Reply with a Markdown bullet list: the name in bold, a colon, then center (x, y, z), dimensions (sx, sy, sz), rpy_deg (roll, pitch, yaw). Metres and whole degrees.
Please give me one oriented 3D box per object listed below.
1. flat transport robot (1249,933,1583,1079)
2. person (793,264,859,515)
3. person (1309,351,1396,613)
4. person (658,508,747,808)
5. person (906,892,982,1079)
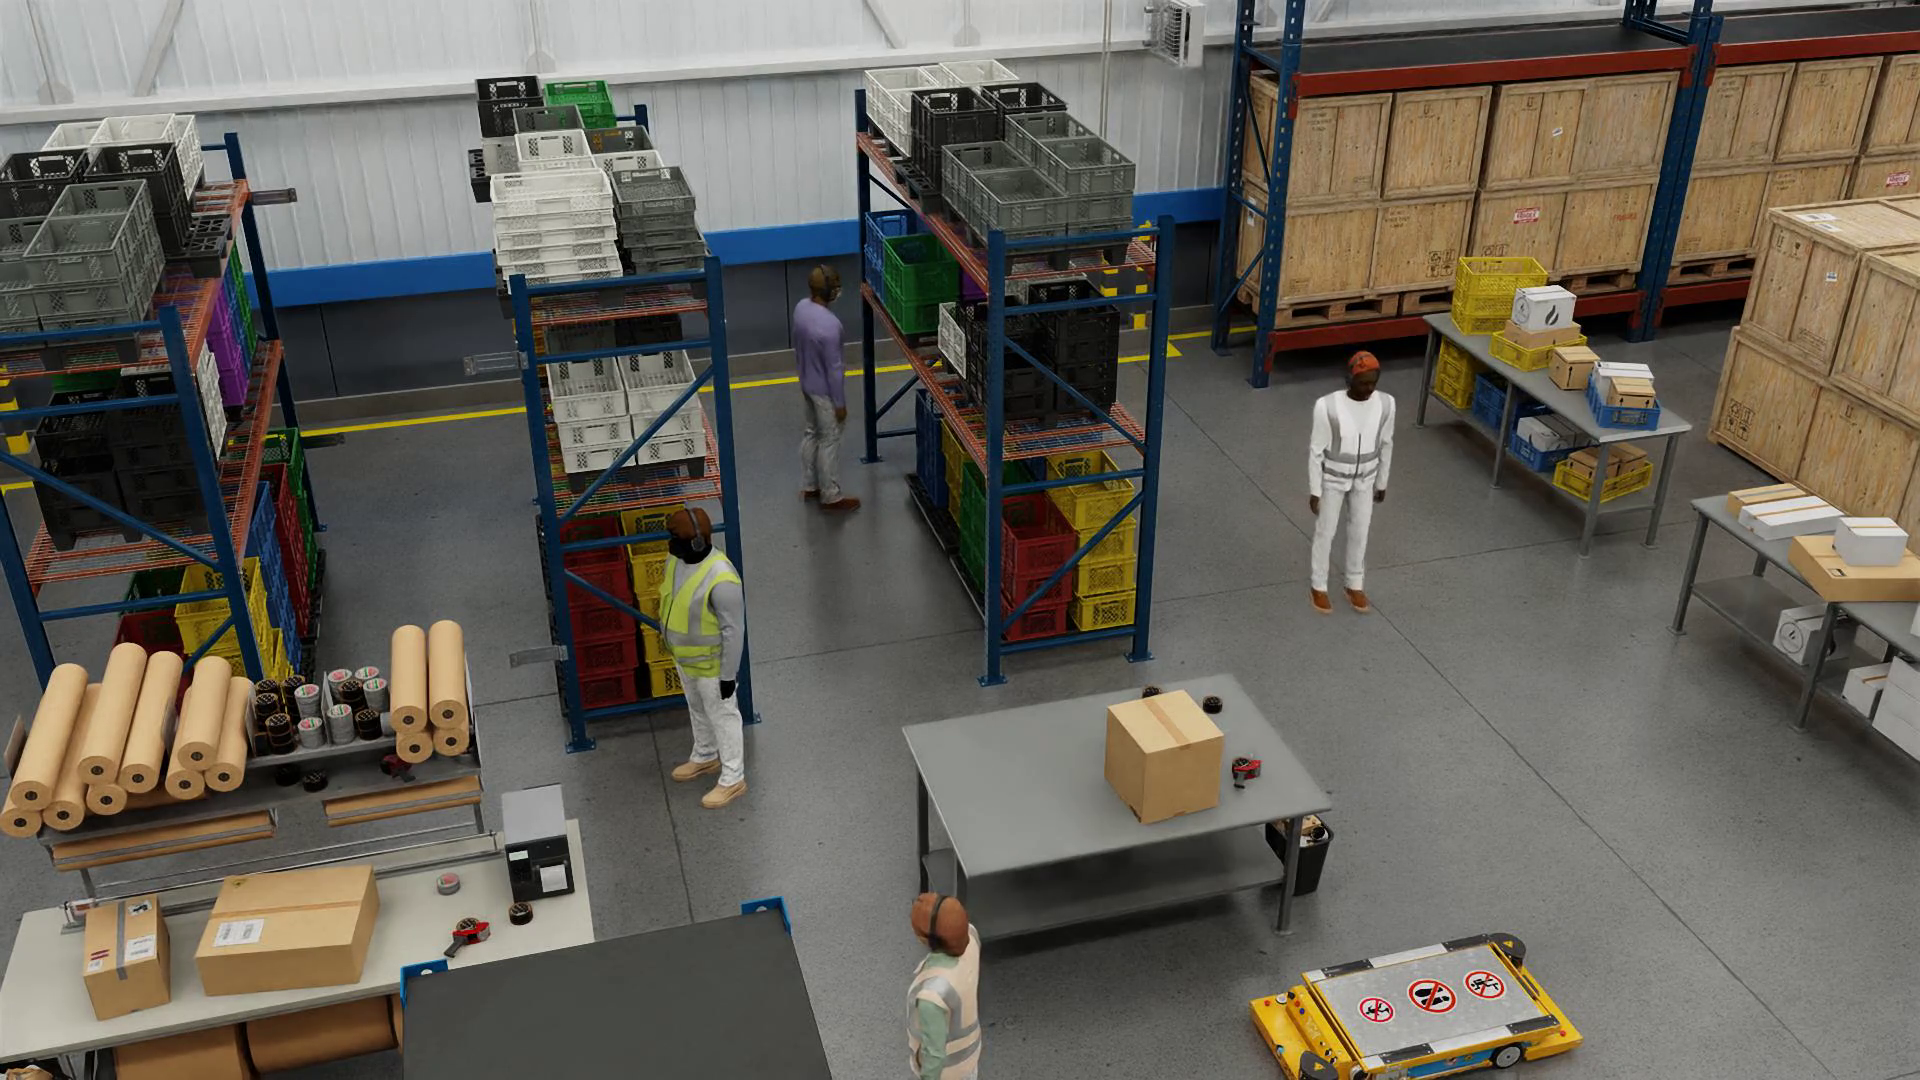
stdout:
- **flat transport robot**: center (2.184, 2.282, 7.980), dimensions (1.431, 0.197, 0.652), rpy_deg (-8, 30, -14)
- **person**: center (-1.022, -1.130, 12.470), dimensions (0.352, 1.937, 0.635), rpy_deg (-15, 32, -25)
- **person**: center (2.610, -0.388, 11.179), dimensions (0.594, 1.878, 0.376), rpy_deg (-4, 29, -8)
- **person**: center (-1.451, 0.646, 9.337), dimensions (0.429, 1.842, 0.636), rpy_deg (-21, 35, -33)
- **person**: center (-0.061, 2.121, 6.863), dimensions (0.308, 1.636, 0.524), rpy_deg (9, 30, 16)
